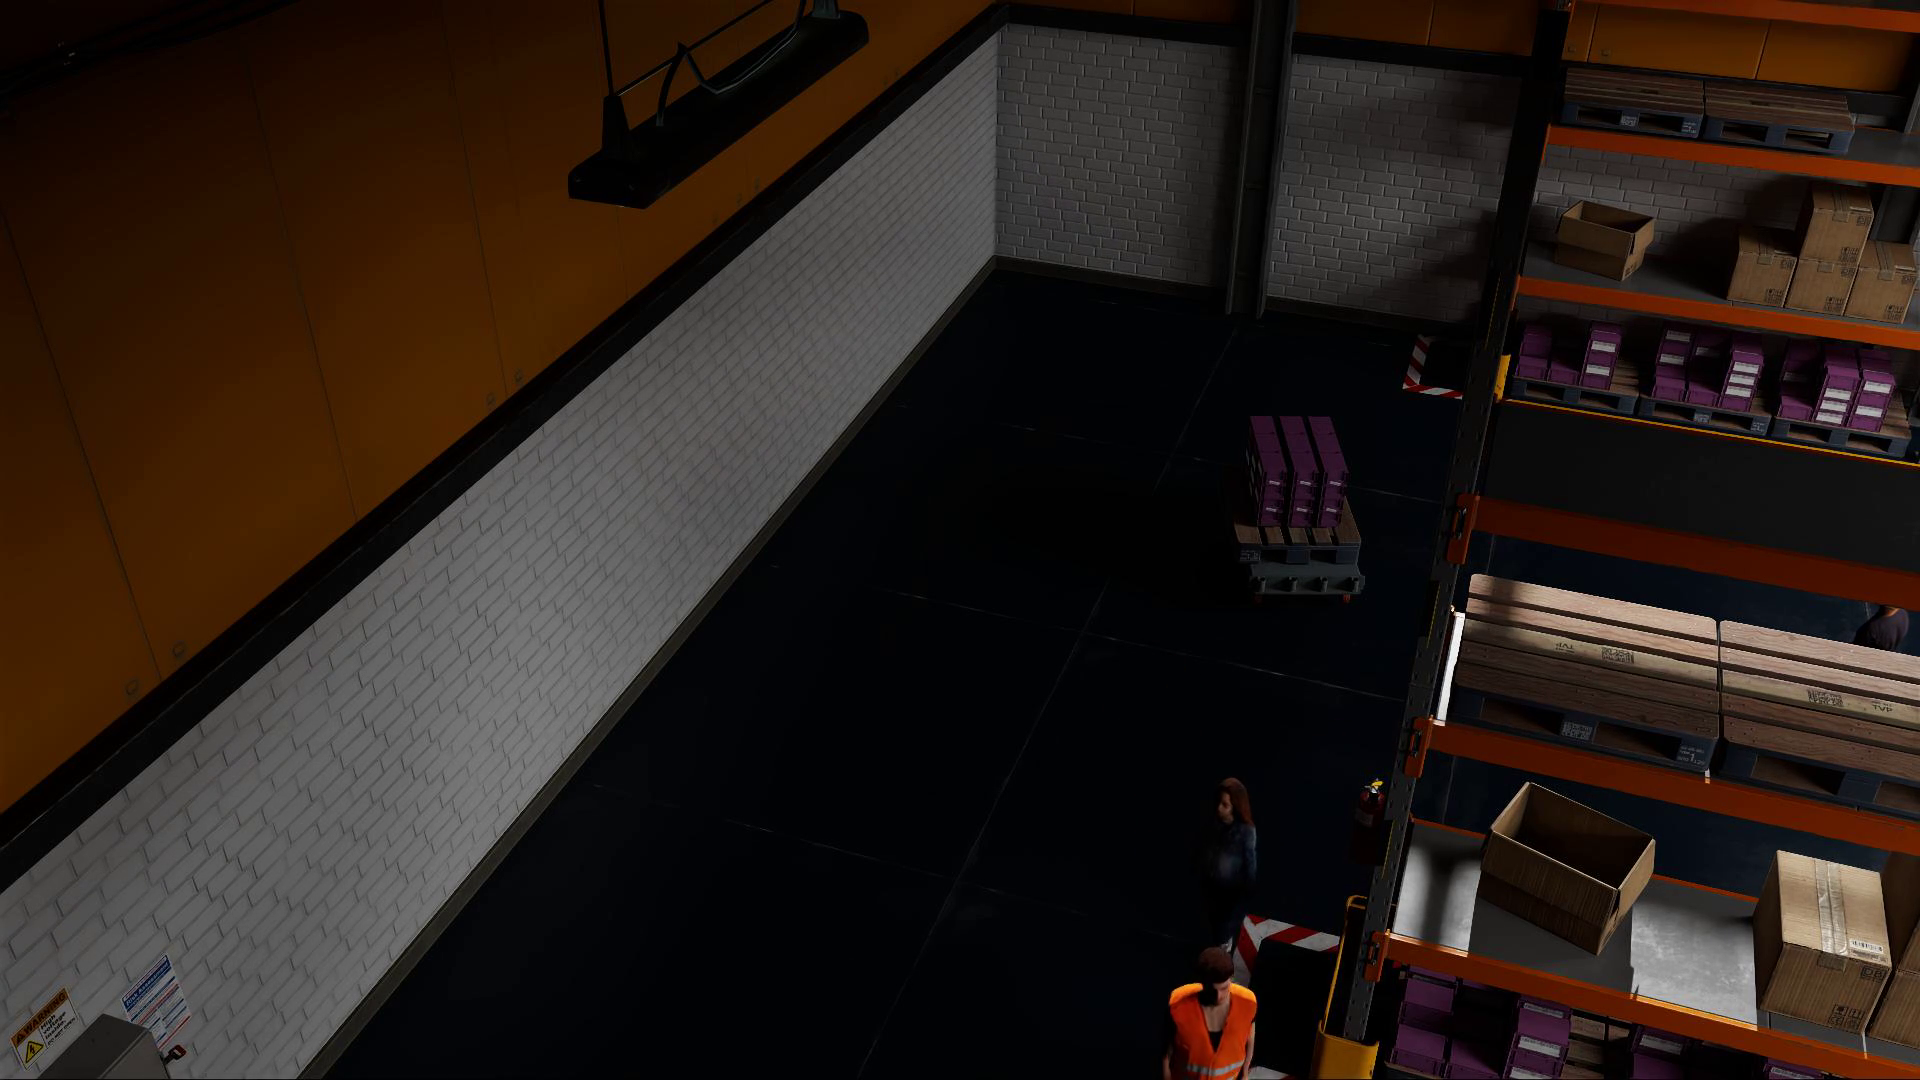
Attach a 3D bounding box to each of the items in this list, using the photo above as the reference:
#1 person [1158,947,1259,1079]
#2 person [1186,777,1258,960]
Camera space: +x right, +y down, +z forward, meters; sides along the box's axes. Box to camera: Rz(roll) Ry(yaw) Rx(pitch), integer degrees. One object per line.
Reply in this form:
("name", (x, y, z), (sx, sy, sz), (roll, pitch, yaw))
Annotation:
("person", (1.266, 2.747, 8.751), (0.759, 1.876, 0.831), (1, 34, 1))
("person", (1.664, 2.017, 10.220), (0.592, 1.468, 0.723), (27, 42, 34))
